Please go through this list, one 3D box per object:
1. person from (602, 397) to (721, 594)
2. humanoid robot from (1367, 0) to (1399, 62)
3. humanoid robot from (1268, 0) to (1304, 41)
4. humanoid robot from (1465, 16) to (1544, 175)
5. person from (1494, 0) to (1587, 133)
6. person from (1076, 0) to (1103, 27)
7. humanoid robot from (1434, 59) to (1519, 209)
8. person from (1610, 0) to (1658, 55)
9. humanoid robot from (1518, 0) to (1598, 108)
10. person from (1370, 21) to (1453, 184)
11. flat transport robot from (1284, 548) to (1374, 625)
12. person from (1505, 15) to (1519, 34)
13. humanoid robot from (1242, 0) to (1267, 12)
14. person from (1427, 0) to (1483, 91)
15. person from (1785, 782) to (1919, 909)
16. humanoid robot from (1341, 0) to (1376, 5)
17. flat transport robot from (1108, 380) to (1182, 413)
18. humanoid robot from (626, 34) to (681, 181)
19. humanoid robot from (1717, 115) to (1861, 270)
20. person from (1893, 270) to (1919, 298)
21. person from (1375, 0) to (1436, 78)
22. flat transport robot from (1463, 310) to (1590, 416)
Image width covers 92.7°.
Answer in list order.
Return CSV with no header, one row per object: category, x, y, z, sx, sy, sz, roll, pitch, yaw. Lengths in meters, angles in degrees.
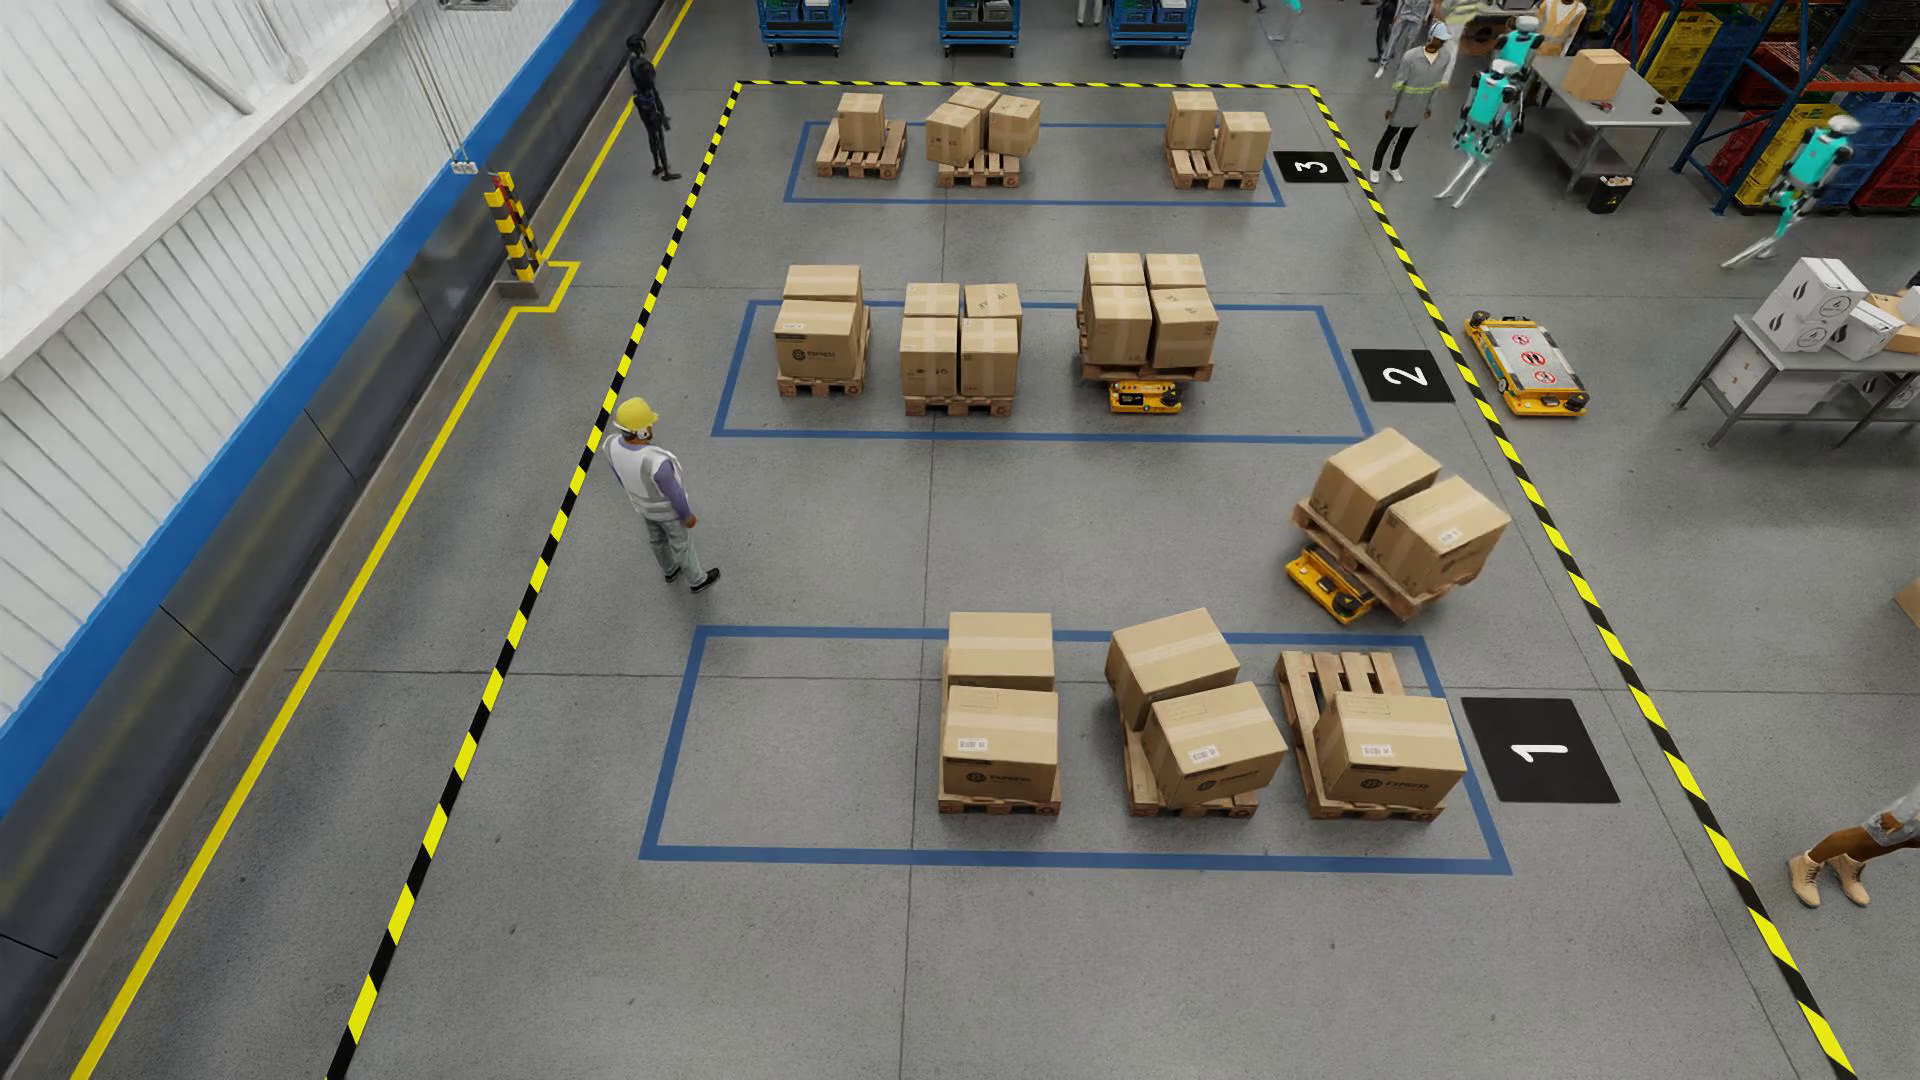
person,-2.199,-0.292,6.758,0.586,1.822,0.404,24,53,19
humanoid robot,6.352,-7.931,13.476,0.395,1.639,0.608,30,56,24
humanoid robot,5.039,-8.415,13.921,0.747,1.902,0.546,12,50,10
humanoid robot,6.640,-5.381,11.216,0.553,1.742,0.945,1,49,1
person,7.556,-6.300,11.882,0.542,1.939,0.366,19,52,16
person,2.106,-9.028,14.312,0.564,1.837,0.386,1,49,1
humanoid robot,6.045,-4.677,10.521,0.735,1.677,0.533,-23,53,-19
person,10.237,-8.206,13.549,0.392,1.913,0.587,-33,57,-25
humanoid robot,8.059,-6.505,12.231,0.347,1.653,0.589,2,49,1
person,5.417,-5.218,11.002,0.596,1.852,0.372,-4,49,-4
flat transport robot,3.400,0.117,7.414,1.431,0.197,0.652,-24,53,-20
person,8.924,-8.863,14.039,0.604,2.033,0.391,-22,53,-18
humanoid robot,4.922,-9.551,14.915,0.609,1.649,0.778,-26,54,-21
person,6.921,-7.366,12.888,0.659,1.802,0.776,-29,55,-23
person,5.481,1.505,5.056,0.606,2.048,0.366,0,49,0
humanoid robot,6.730,-9.668,14.979,0.641,1.630,0.593,-1,49,0
flat transport robot,1.773,-1.807,9.079,0.652,0.197,1.431,1,49,1
humanoid robot,-3.756,-5.254,11.139,0.315,1.657,0.599,-28,55,-22
humanoid robot,8.963,-3.626,9.727,1.038,1.751,0.548,-10,50,-8
person,10.358,-3.171,9.245,0.336,1.836,0.502,-30,55,-23
person,6.426,-7.467,13.023,0.485,1.739,0.310,19,52,15
flat transport robot,5.573,-1.757,9.054,0.659,0.231,1.431,1,49,1
